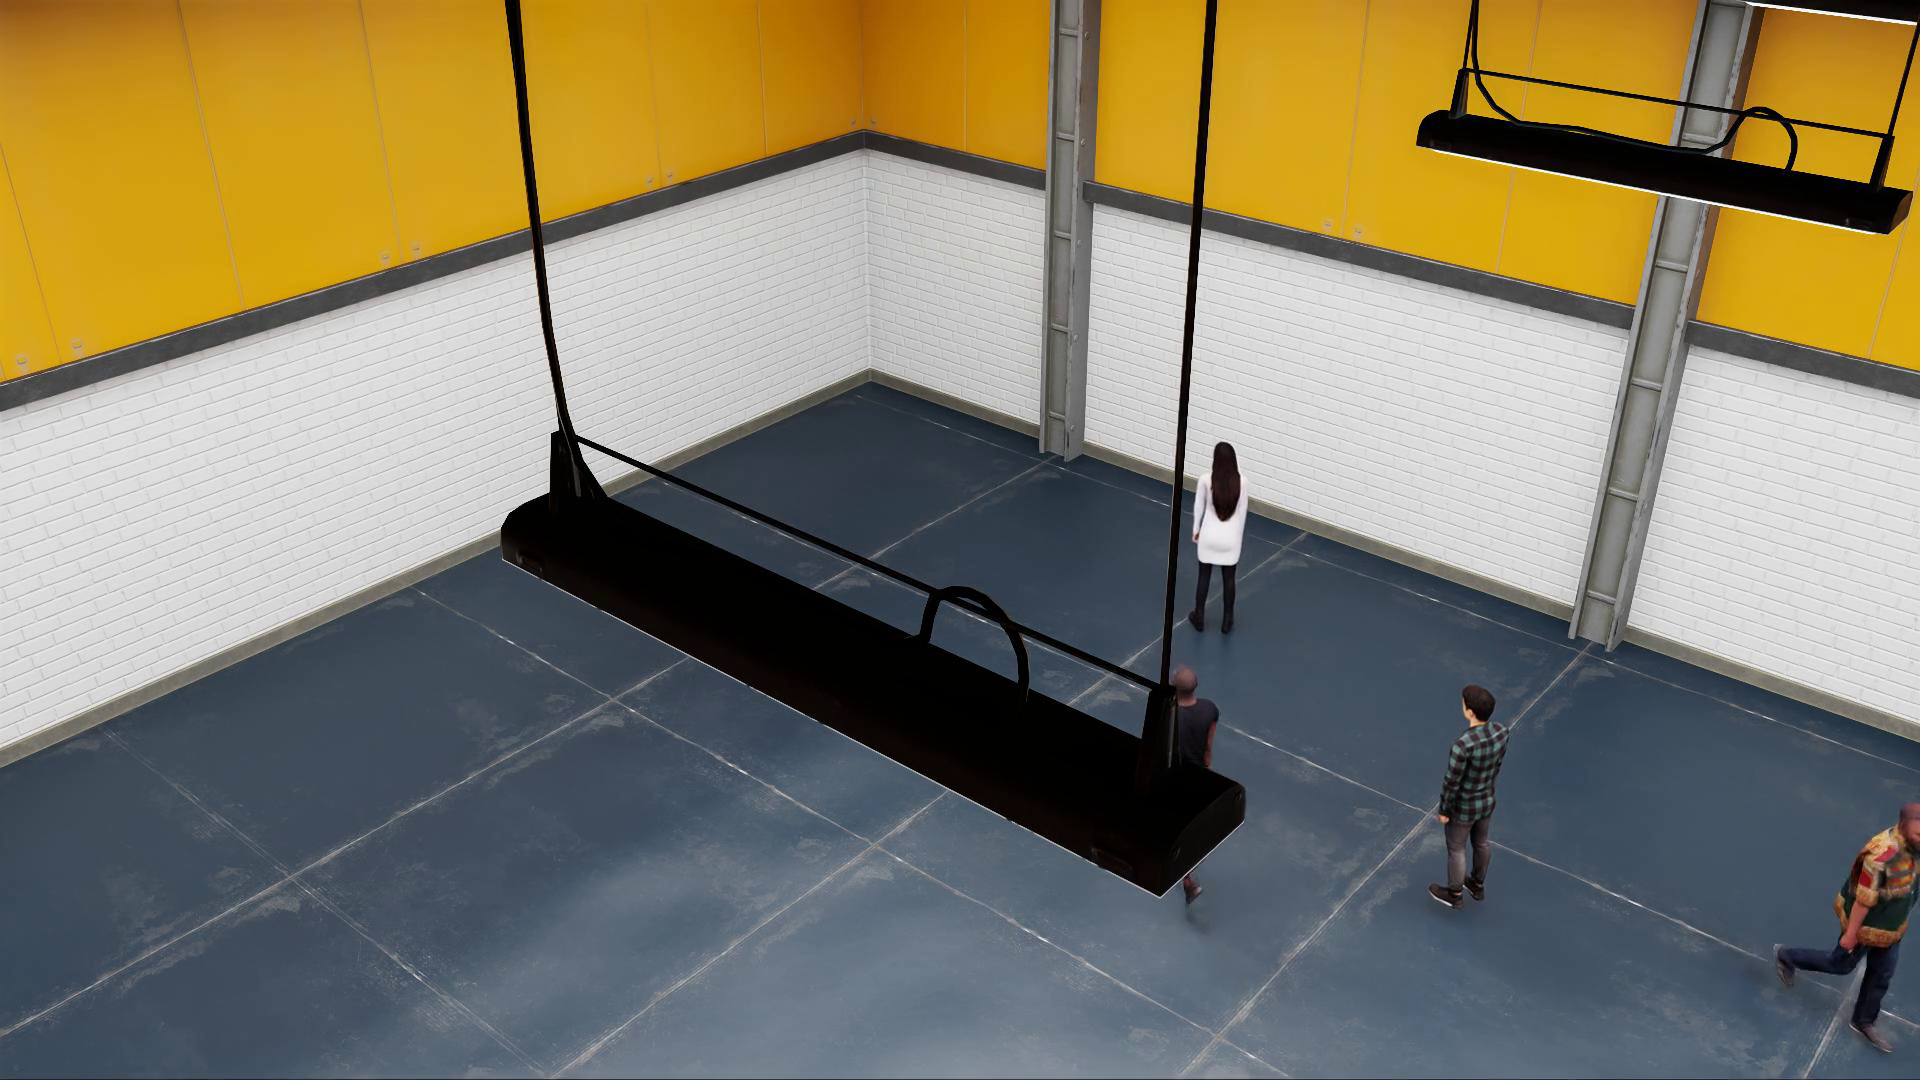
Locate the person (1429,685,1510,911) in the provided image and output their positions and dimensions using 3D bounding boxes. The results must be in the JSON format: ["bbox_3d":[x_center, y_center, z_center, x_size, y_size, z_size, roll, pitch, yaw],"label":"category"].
[{"bbox_3d":[3.485,1.741,11.288,0.743,1.705,0.698,-14,32,-24],"label":"person"}]

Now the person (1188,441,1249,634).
[{"bbox_3d":[2.285,-0.019,14.702,0.660,1.801,0.761,3,29,6],"label":"person"}]

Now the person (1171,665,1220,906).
[{"bbox_3d":[1.542,1.706,11.545,1.009,1.796,1.208,-10,30,-18],"label":"person"}]

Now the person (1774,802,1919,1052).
[{"bbox_3d":[5.649,2.317,10.442,0.946,1.779,1.183,-15,32,-26],"label":"person"}]
